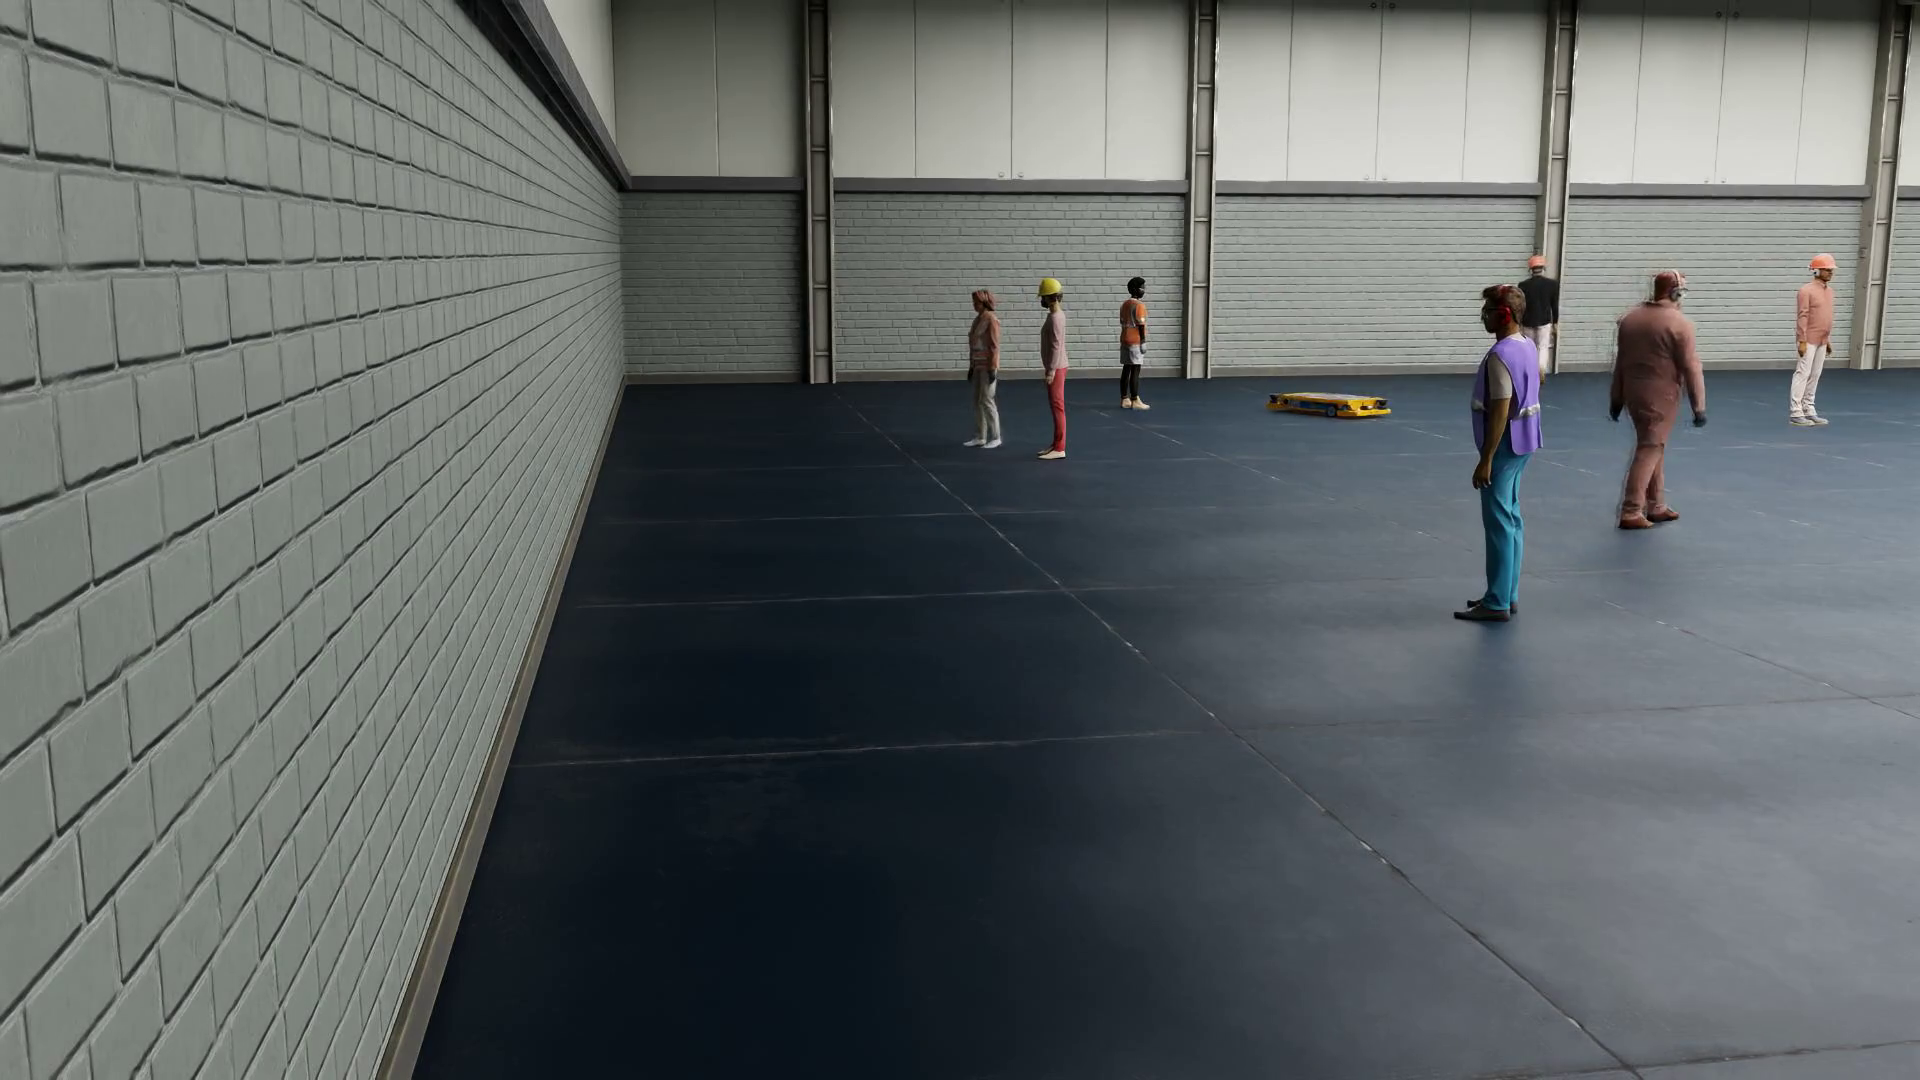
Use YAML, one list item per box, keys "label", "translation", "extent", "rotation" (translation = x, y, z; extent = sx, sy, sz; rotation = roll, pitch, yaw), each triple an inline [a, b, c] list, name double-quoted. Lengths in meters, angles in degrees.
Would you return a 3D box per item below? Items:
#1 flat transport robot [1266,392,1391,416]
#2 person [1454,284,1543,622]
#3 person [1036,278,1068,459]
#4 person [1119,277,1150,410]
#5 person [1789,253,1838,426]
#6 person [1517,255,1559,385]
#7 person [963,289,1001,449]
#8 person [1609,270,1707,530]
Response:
- label: "flat transport robot"
  translation: [4.573, -1.696, 20.698]
  extent: [0.652, 0.197, 1.431]
  rotation: [-8, 13, -38]
- label: "person"
  translation: [2.976, -0.472, 9.115]
  extent: [0.389, 1.847, 0.567]
  rotation: [6, 11, 30]
- label: "person"
  translation: [0.899, -1.667, 16.238]
  extent: [0.320, 1.766, 0.523]
  rotation: [1, 10, 4]
- label: "person"
  translation: [2.229, -2.517, 21.324]
  extent: [0.321, 1.695, 0.530]
  rotation: [-4, 11, -22]
- label: "person"
  translation: [9.938, -2.321, 19.333]
  extent: [0.611, 1.996, 0.378]
  rotation: [-7, 12, -33]
- label: "person"
  translation: [8.612, -3.264, 24.845]
  extent: [0.626, 1.969, 0.769]
  rotation: [3, 10, 18]
- label: "person"
  translation: [0.247, -1.762, 17.149]
  extent: [0.317, 1.641, 0.518]
  rotation: [-4, 11, -21]
- label: "person"
  translation: [5.163, -1.015, 12.140]
  extent: [0.825, 1.875, 0.674]
  rotation: [-4, 10, -20]
